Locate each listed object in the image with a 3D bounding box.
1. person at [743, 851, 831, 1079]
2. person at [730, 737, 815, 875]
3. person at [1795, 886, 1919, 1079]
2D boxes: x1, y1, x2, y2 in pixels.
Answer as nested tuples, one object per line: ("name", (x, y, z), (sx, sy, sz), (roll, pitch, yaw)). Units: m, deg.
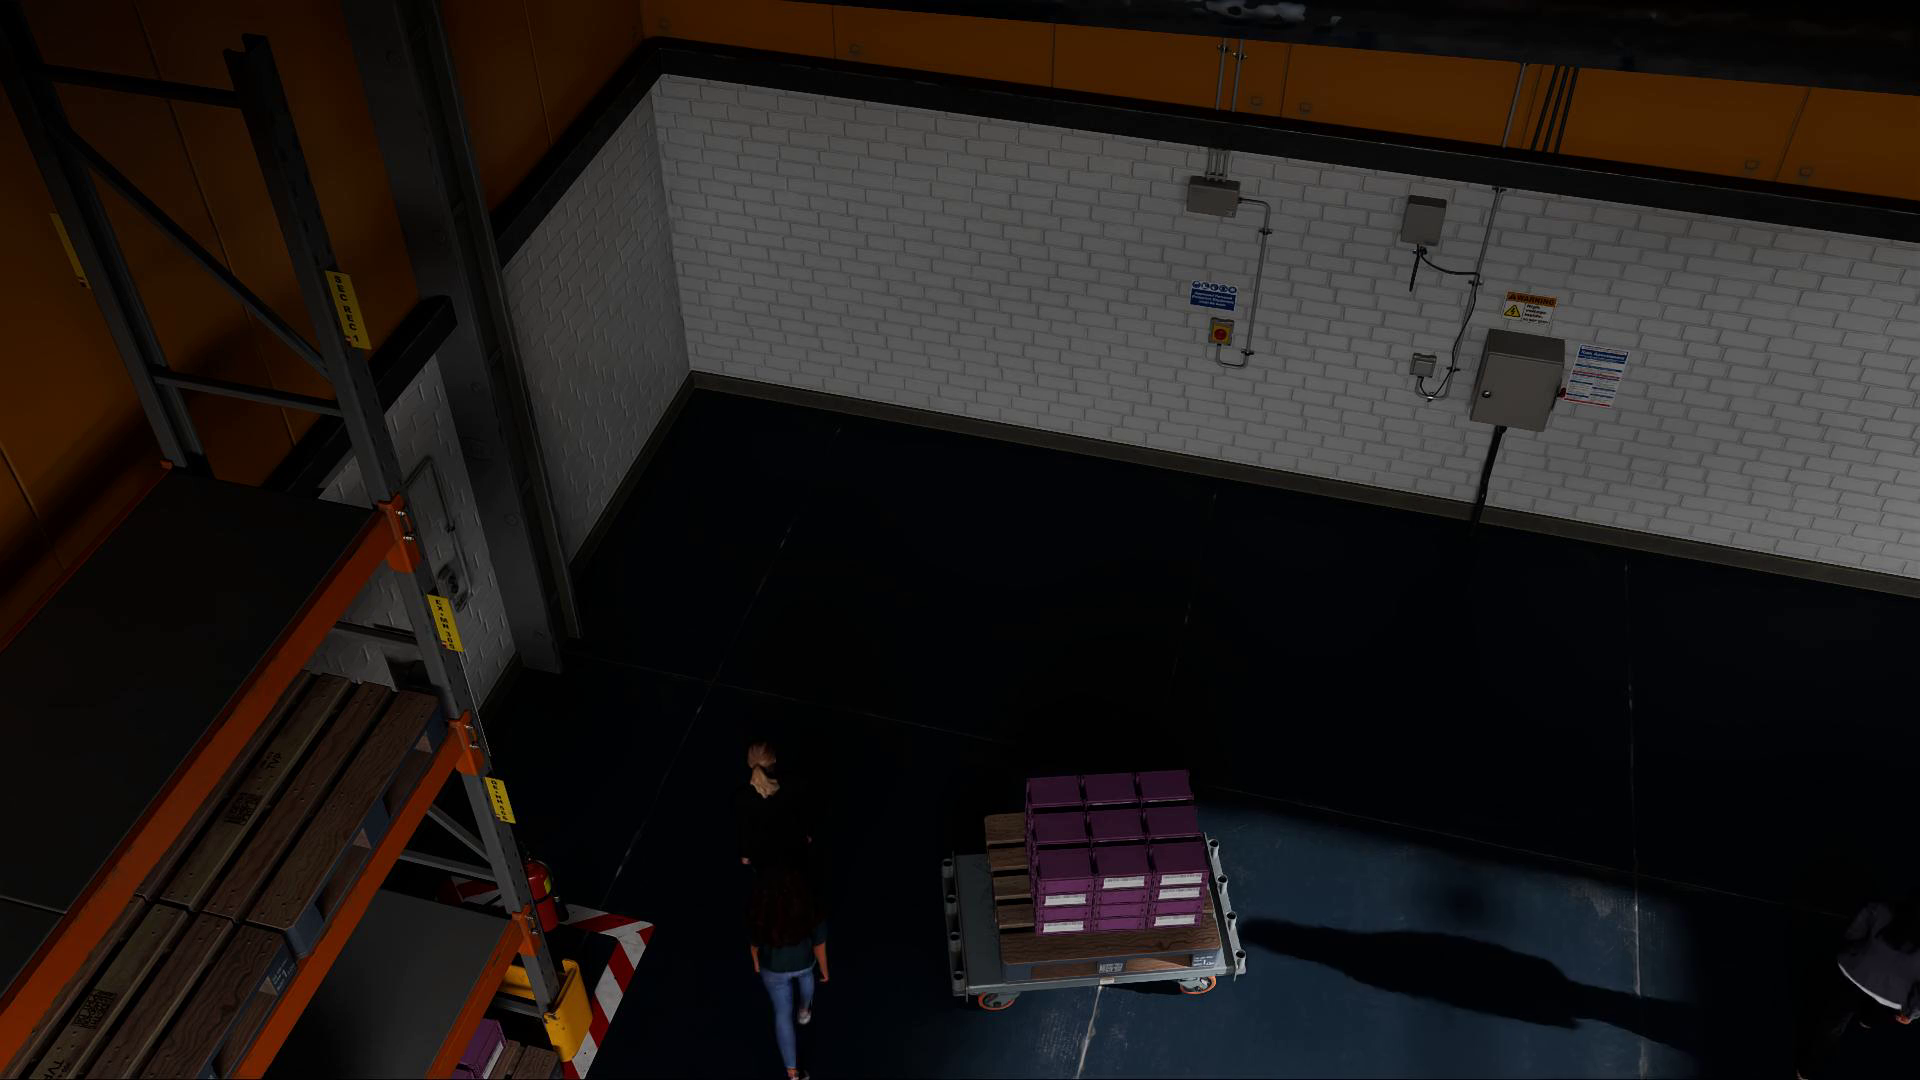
("person", (-0.896, 2.261, 8.735), (0.845, 1.601, 1.059), (-5, 44, -5))
("person", (-1.013, 1.701, 9.248), (0.684, 1.705, 0.715), (-16, 46, -16))
("person", (4.768, 2.330, 8.694), (0.936, 1.558, 1.132), (31, 51, 28))
